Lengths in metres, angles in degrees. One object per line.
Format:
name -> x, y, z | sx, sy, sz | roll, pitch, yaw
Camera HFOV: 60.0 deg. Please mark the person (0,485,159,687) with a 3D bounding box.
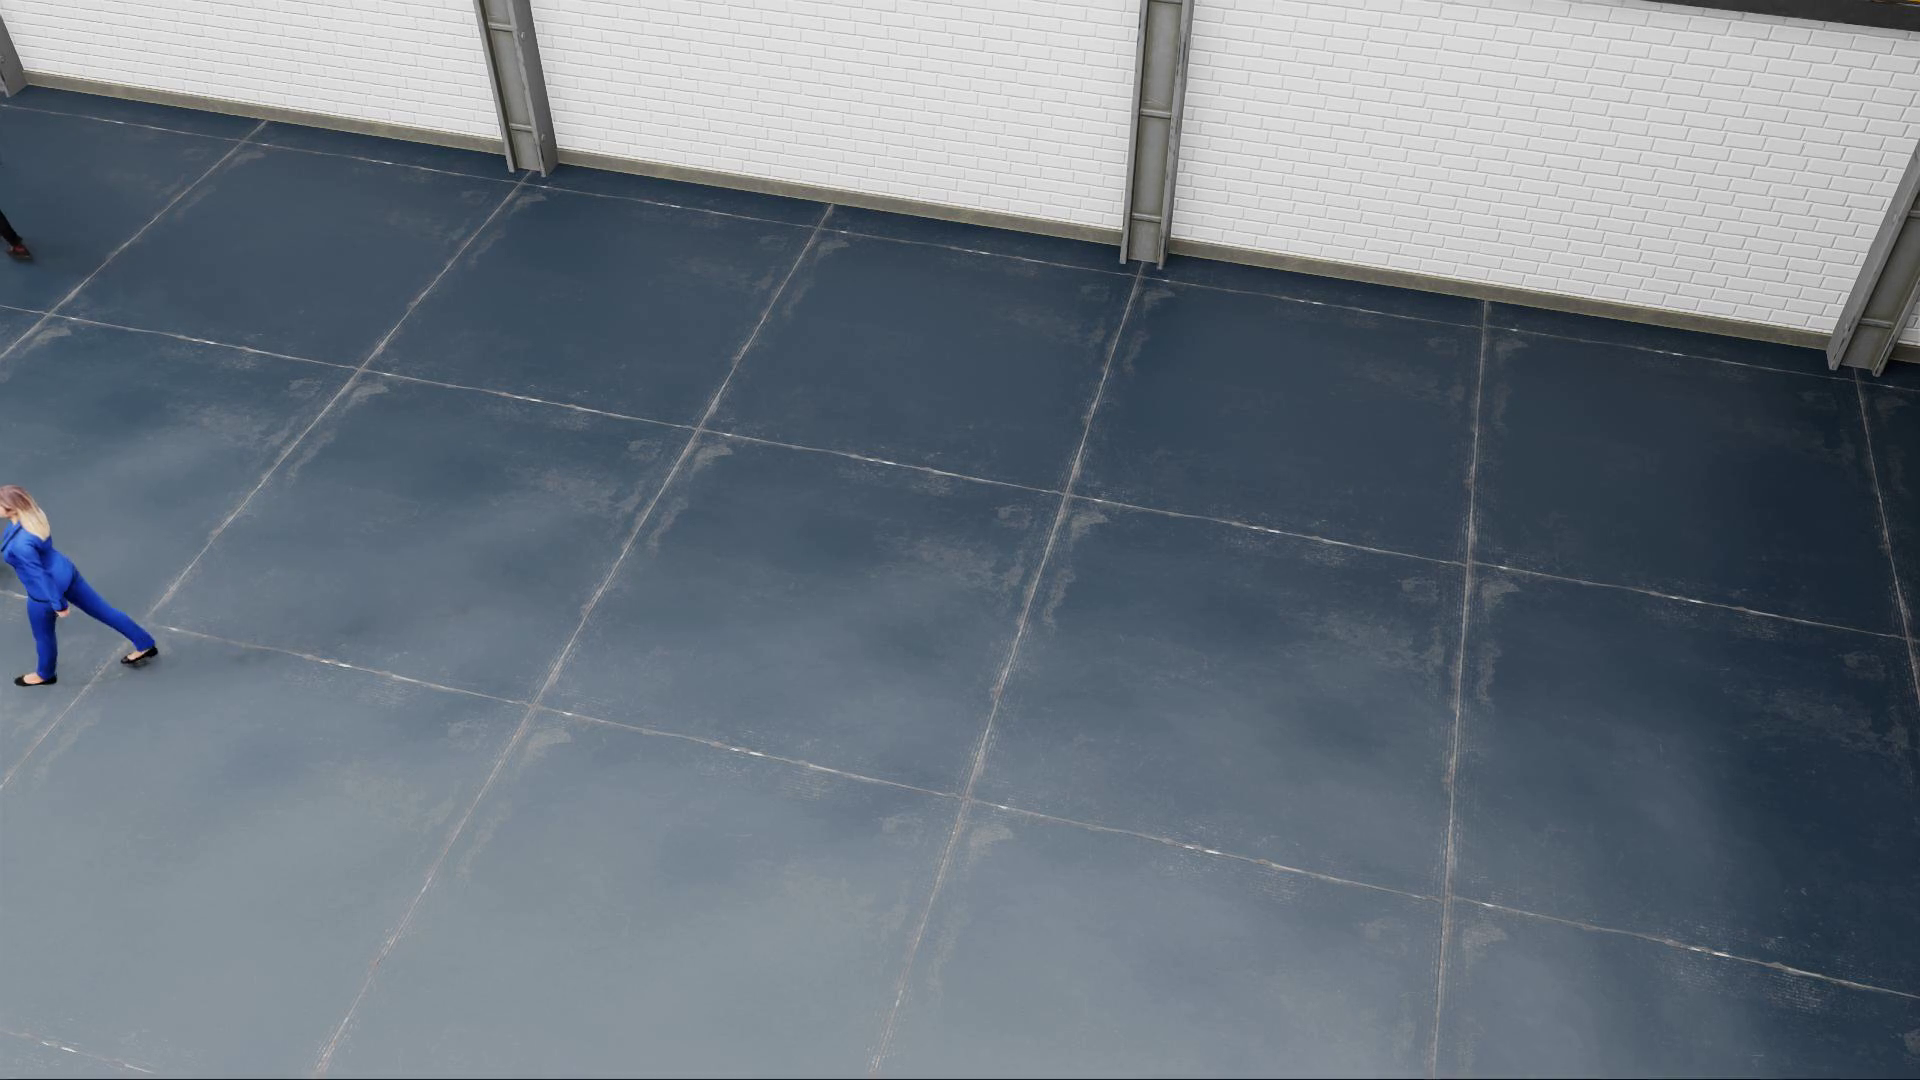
person -> -5.780, 0.288, 10.827 | 1.228, 1.649, 1.000 | -10, 45, -10
